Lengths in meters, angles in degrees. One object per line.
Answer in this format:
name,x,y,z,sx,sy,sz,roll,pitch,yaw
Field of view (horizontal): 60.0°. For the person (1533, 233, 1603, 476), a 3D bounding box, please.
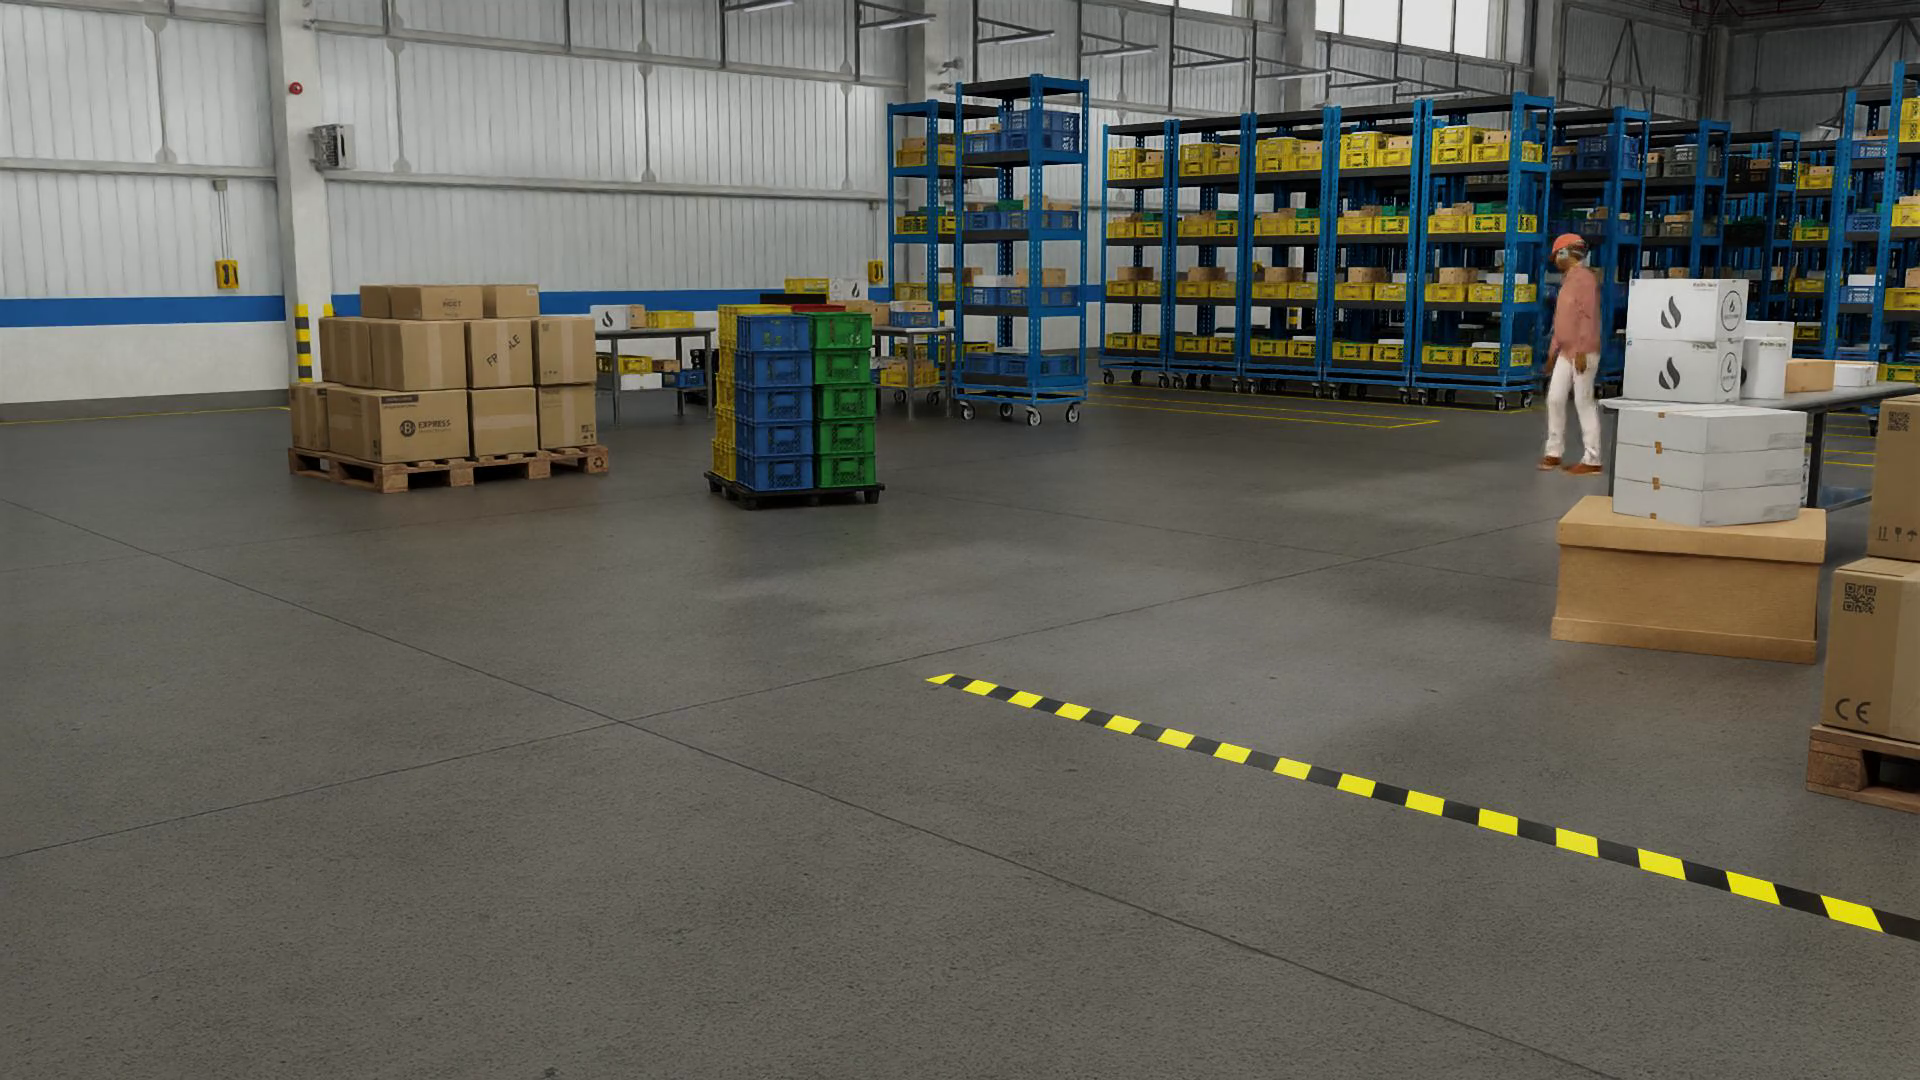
person,4.937,-1.500,13.437,0.478,1.943,0.660,-1,9,-4
